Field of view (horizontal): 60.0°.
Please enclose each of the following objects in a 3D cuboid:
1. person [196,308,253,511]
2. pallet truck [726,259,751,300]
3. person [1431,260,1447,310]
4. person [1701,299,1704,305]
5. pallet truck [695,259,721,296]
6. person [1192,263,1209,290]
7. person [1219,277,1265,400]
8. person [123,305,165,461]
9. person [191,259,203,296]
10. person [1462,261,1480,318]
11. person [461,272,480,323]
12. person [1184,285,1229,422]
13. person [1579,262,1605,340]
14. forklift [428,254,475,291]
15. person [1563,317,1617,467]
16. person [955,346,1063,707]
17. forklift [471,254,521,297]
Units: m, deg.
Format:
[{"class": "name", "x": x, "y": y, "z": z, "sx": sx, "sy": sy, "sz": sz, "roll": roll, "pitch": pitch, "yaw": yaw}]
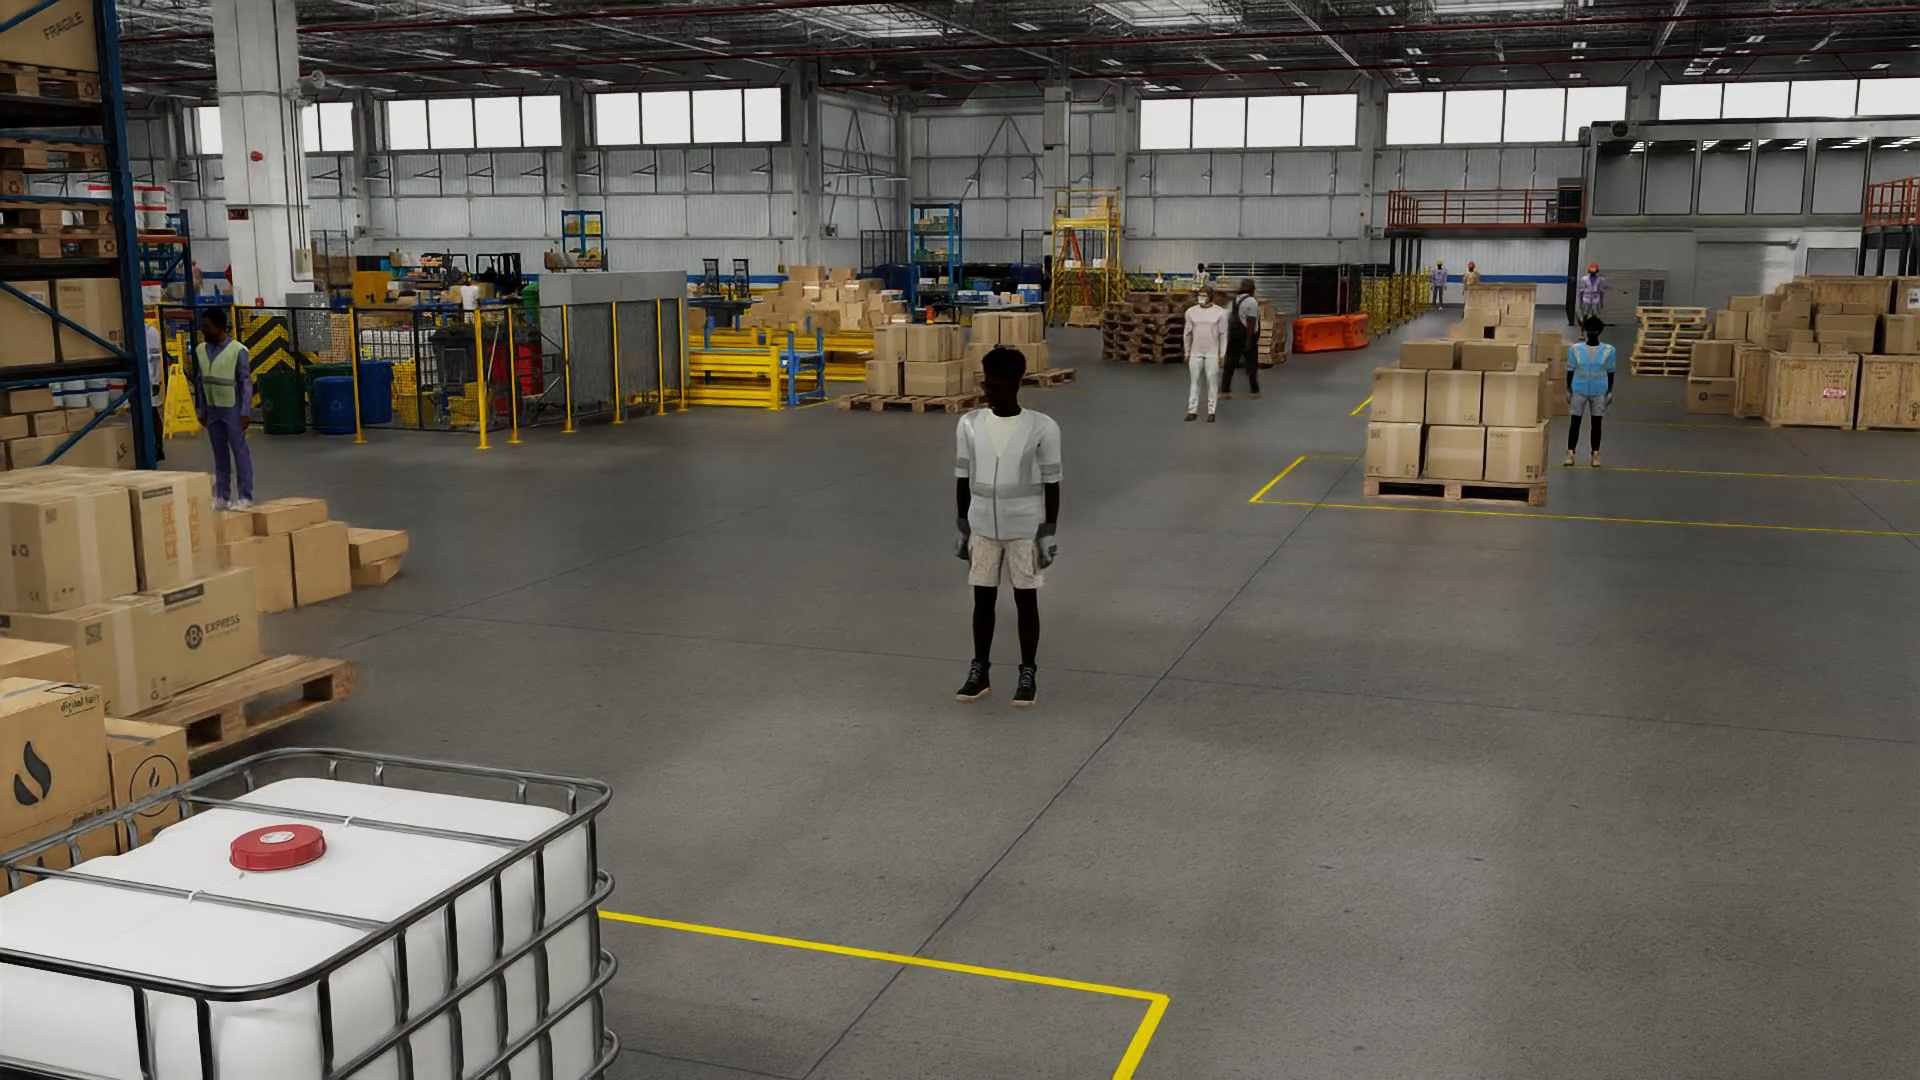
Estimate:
[{"class": "person", "x": -6.940, "y": -1.233, "z": 15.732, "sx": 0.590, "sy": 1.917, "sz": 0.398, "roll": 4, "pitch": 11, "yaw": 21}, {"class": "pallet truck", "x": -7.986, "y": -9.493, "z": 62.019, "sx": 0.823, "sy": 1.965, "sz": 1.885, "roll": 3, "pitch": 11, "yaw": 17}, {"class": "person", "x": 18.438, "y": -9.814, "z": 64.021, "sx": 0.589, "sy": 1.928, "sz": 0.386, "roll": 4, "pitch": 11, "yaw": 21}, {"class": "person", "x": 22.653, "y": -7.449, "z": 50.847, "sx": 0.517, "sy": 1.873, "sz": 0.334, "roll": 4, "pitch": 11, "yaw": 21}, {"class": "pallet truck", "x": -9.165, "y": -9.627, "z": 62.776, "sx": 0.823, "sy": 1.965, "sz": 1.885, "roll": 4, "pitch": 11, "yaw": 23}, {"class": "person", "x": 8.249, "y": -8.545, "z": 57.004, "sx": 0.575, "sy": 1.882, "sz": 0.360, "roll": 4, "pitch": 11, "yaw": 21}, {"class": "person", "x": 4.601, "y": -3.292, "z": 26.974, "sx": 0.956, "sy": 2.000, "sz": 0.706, "roll": -7, "pitch": 12, "yaw": -35}, {"class": "person", "x": -9.472, "y": -1.860, "z": 19.209, "sx": 0.547, "sy": 1.934, "sz": 0.375, "roll": 4, "pitch": 11, "yaw": 21}, {"class": "person", "x": -30.375, "y": -10.186, "z": 66.139, "sx": 1.073, "sy": 1.938, "sz": 0.627, "roll": 8, "pitch": 13, "yaw": 37}, {"class": "person", "x": 17.560, "y": -8.605, "z": 57.197, "sx": 0.547, "sy": 1.934, "sz": 0.375, "roll": 4, "pitch": 11, "yaw": 21}, {"class": "person", "x": -11.438, "y": -5.308, "z": 38.831, "sx": 0.517, "sy": 1.865, "sz": 0.334, "roll": 4, "pitch": 11, "yaw": 21}, {"class": "person", "x": 3.481, "y": -2.639, "z": 23.594, "sx": 0.629, "sy": 1.937, "sz": 0.377, "roll": 4, "pitch": 11, "yaw": 21}, {"class": "person", "x": 16.598, "y": -6.264, "z": 43.705, "sx": 0.609, "sy": 2.044, "sz": 0.394, "roll": 4, "pitch": 11, "yaw": 21}, {"class": "forklift", "x": -20.133, "y": -10.254, "z": 65.465, "sx": 1.157, "sy": 1.987, "sz": 2.680, "roll": 3, "pitch": 11, "yaw": 19}, {"class": "person", "x": 7.110, "y": -1.666, "z": 18.784, "sx": 0.536, "sy": 1.697, "sz": 0.322, "roll": 4, "pitch": 11, "yaw": 21}, {"class": "person", "x": 0.251, "y": -0.070, "z": 9.046, "sx": 0.608, "sy": 1.963, "sz": 0.372, "roll": 4, "pitch": 11, "yaw": 21}, {"class": "forklift", "x": -17.990, "y": -10.121, "z": 64.684, "sx": 1.157, "sy": 1.987, "sz": 2.680, "roll": 3, "pitch": 11, "yaw": 17}]
